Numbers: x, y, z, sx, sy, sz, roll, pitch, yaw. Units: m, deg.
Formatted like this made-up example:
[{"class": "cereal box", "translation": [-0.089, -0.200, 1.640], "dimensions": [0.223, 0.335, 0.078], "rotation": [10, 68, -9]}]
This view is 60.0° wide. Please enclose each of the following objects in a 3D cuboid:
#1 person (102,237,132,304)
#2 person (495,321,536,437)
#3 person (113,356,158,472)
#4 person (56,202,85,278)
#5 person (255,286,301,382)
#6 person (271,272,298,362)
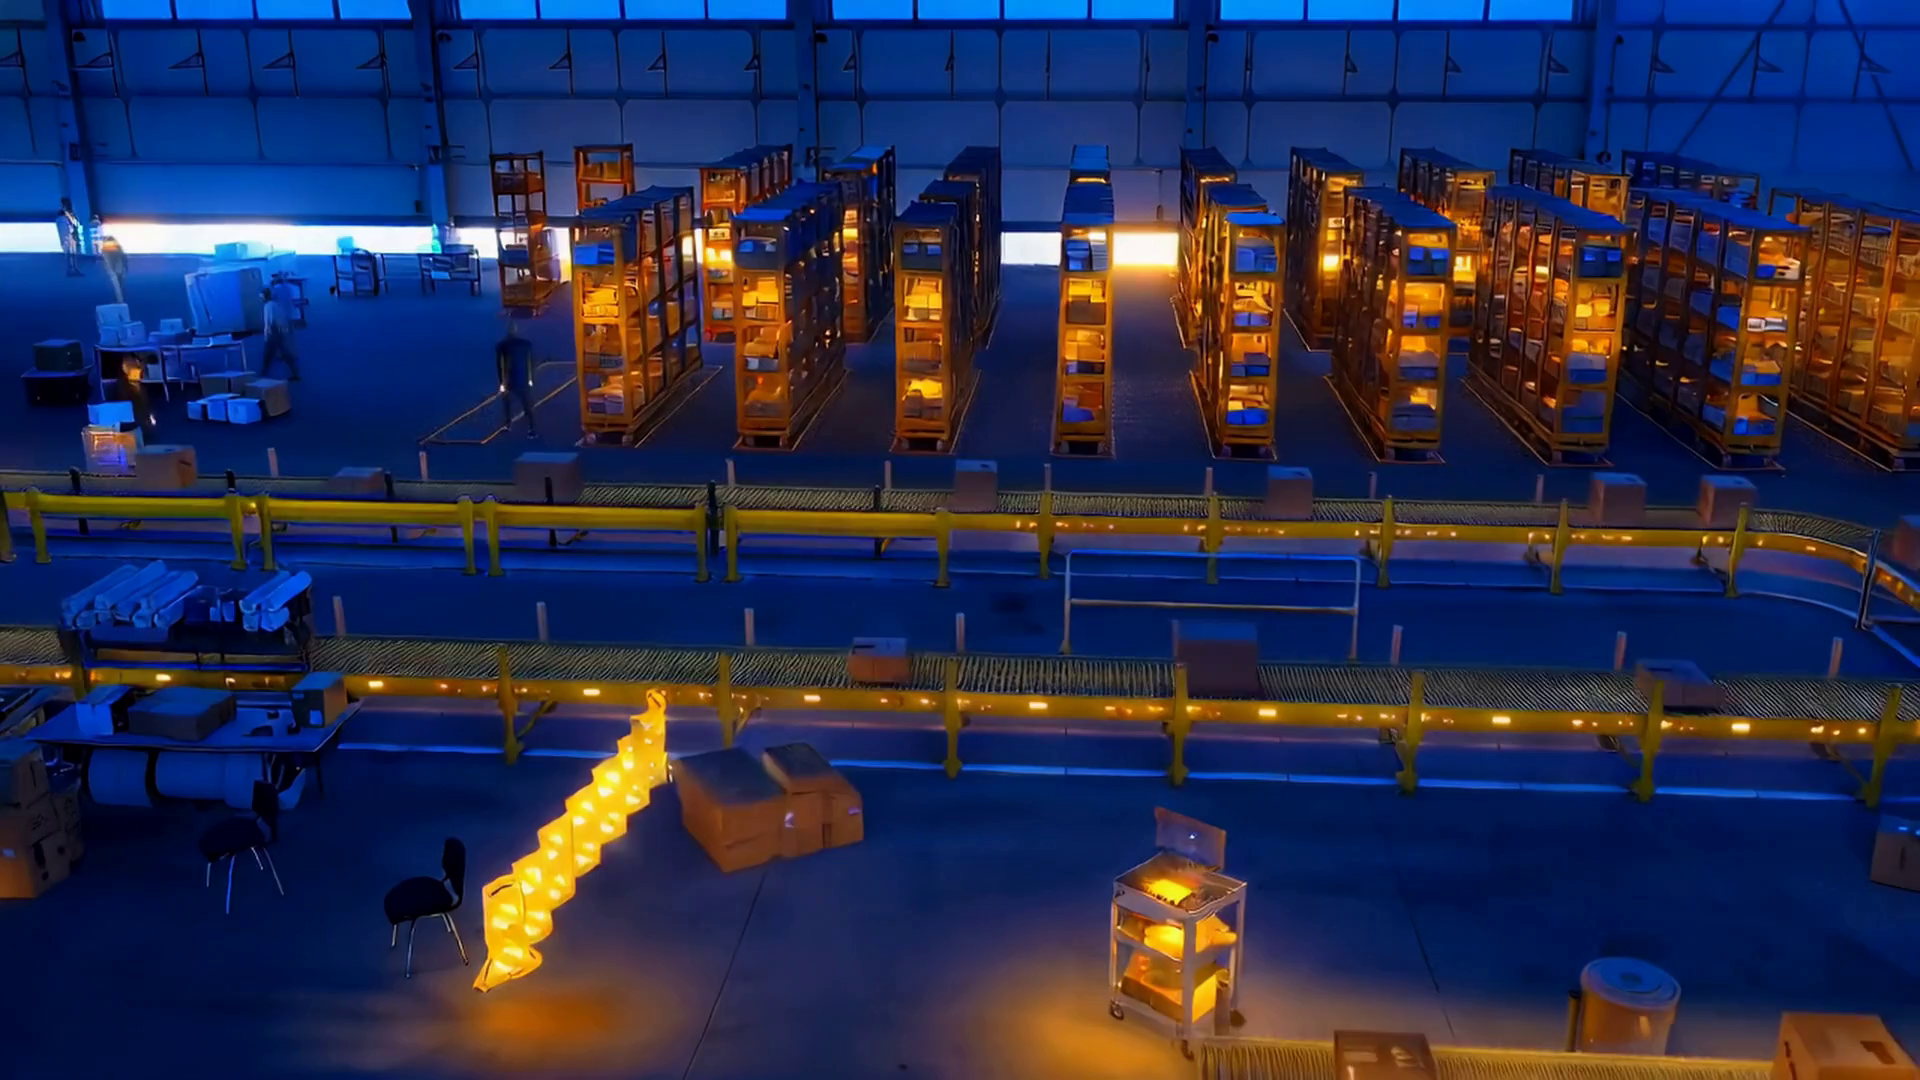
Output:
[{"class": "person", "translation": [-19.361, -6.105, 38.138], "dimensions": [0.852, 1.710, 0.498], "rotation": [14, 23, 38]}, {"class": "person", "translation": [-7.135, -2.586, 26.738], "dimensions": [0.662, 1.861, 1.005], "rotation": [-13, 22, -35]}, {"class": "person", "translation": [-12.004, -1.803, 24.356], "dimensions": [0.929, 1.779, 0.617], "rotation": [1, 18, 4]}, {"class": "person", "translation": [-23.071, -7.773, 43.049], "dimensions": [0.543, 1.940, 0.361], "rotation": [11, 21, 32]}, {"class": "person", "translation": [-12.704, -3.779, 30.608], "dimensions": [0.970, 1.789, 0.594], "rotation": [-4, 18, -12]}, {"class": "person", "translation": [-13.274, -4.373, 32.565], "dimensions": [0.326, 1.752, 0.561], "rotation": [7, 19, 21]}]
